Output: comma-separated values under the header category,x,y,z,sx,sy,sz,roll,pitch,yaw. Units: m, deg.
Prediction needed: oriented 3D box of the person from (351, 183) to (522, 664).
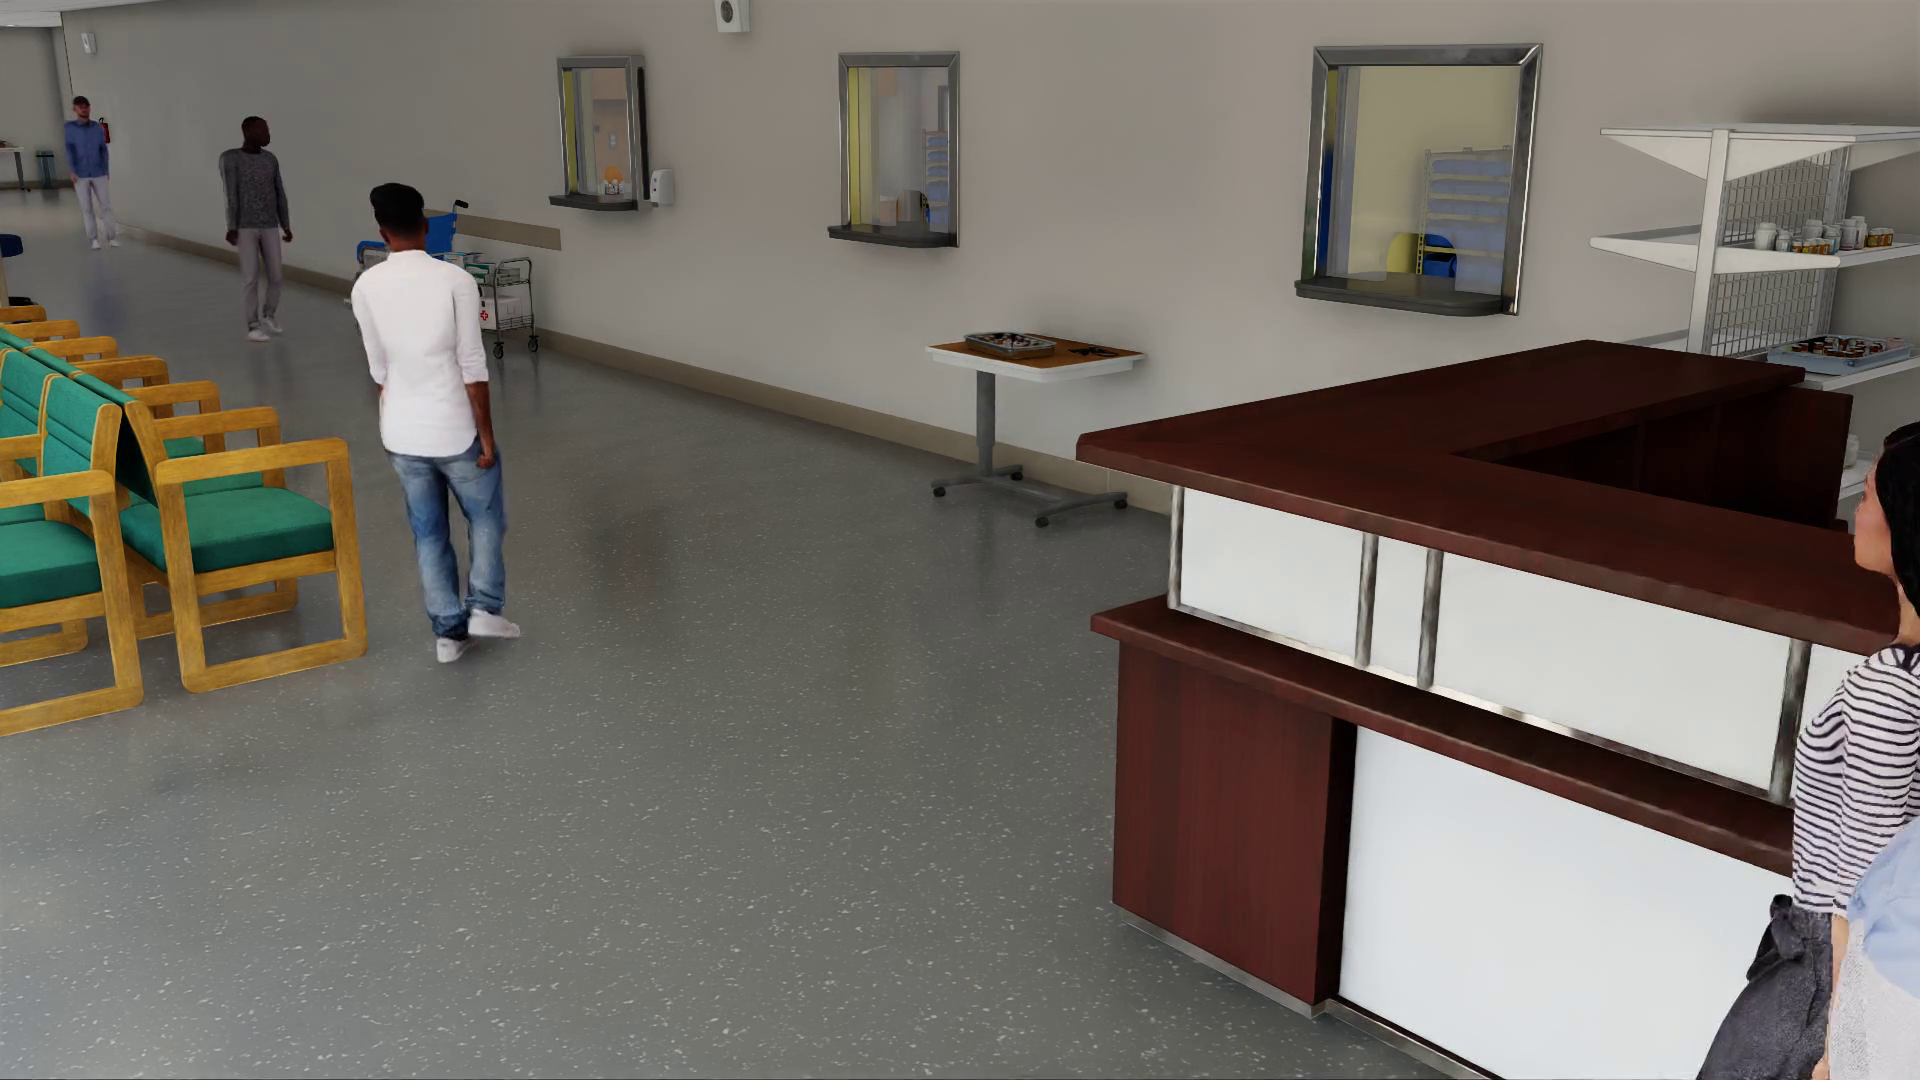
category,x,y,z,sx,sy,sz,roll,pitch,yaw
person,-1.989,-0.398,6.164,0.756,1.777,0.834,2,16,6

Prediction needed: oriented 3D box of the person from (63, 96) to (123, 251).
category,x,y,z,sx,sy,sz,roll,pitch,yaw
person,-10.911,-4.572,20.793,0.742,1.872,0.737,-11,19,-34

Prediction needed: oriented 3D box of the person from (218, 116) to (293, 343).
category,x,y,z,sx,sy,sz,roll,pitch,yaw
person,-5.865,-2.595,13.879,0.849,1.818,0.894,-13,20,-39
